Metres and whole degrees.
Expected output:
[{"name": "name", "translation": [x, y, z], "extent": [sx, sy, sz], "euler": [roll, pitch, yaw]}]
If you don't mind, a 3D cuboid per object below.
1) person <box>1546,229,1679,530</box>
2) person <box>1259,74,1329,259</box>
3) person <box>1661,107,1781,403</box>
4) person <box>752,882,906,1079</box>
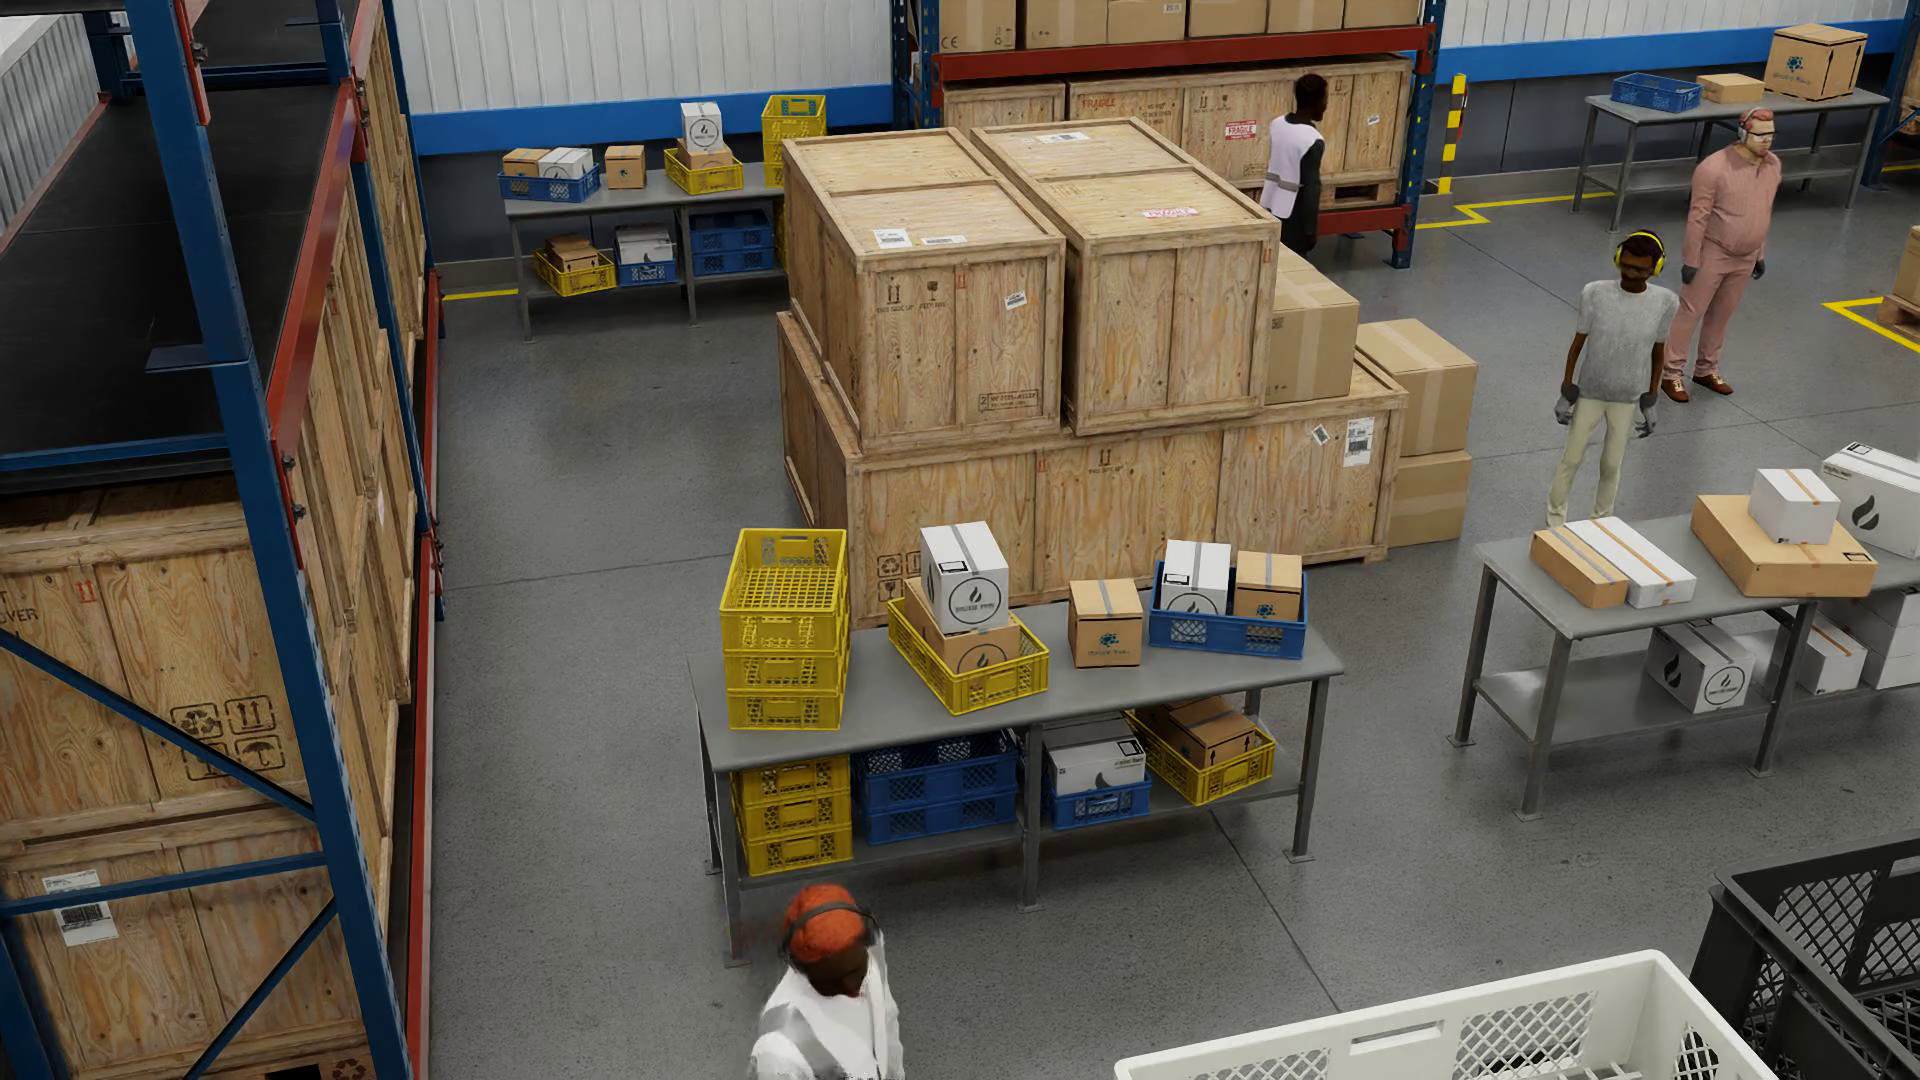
[{"name": "person", "translation": [3.433, -0.745, 8.801], "extent": [0.519, 1.865, 0.327], "euler": [7, 30, 13]}, {"name": "person", "translation": [2.284, -2.250, 11.490], "extent": [0.393, 1.910, 0.608], "euler": [-9, 30, -16]}, {"name": "person", "translation": [4.945, -1.831, 10.727], "extent": [0.637, 1.911, 0.406], "euler": [-10, 30, -17]}, {"name": "person", "translation": [-0.382, 1.620, 4.512], "extent": [0.651, 1.875, 0.651], "euler": [8, 30, 15]}]
